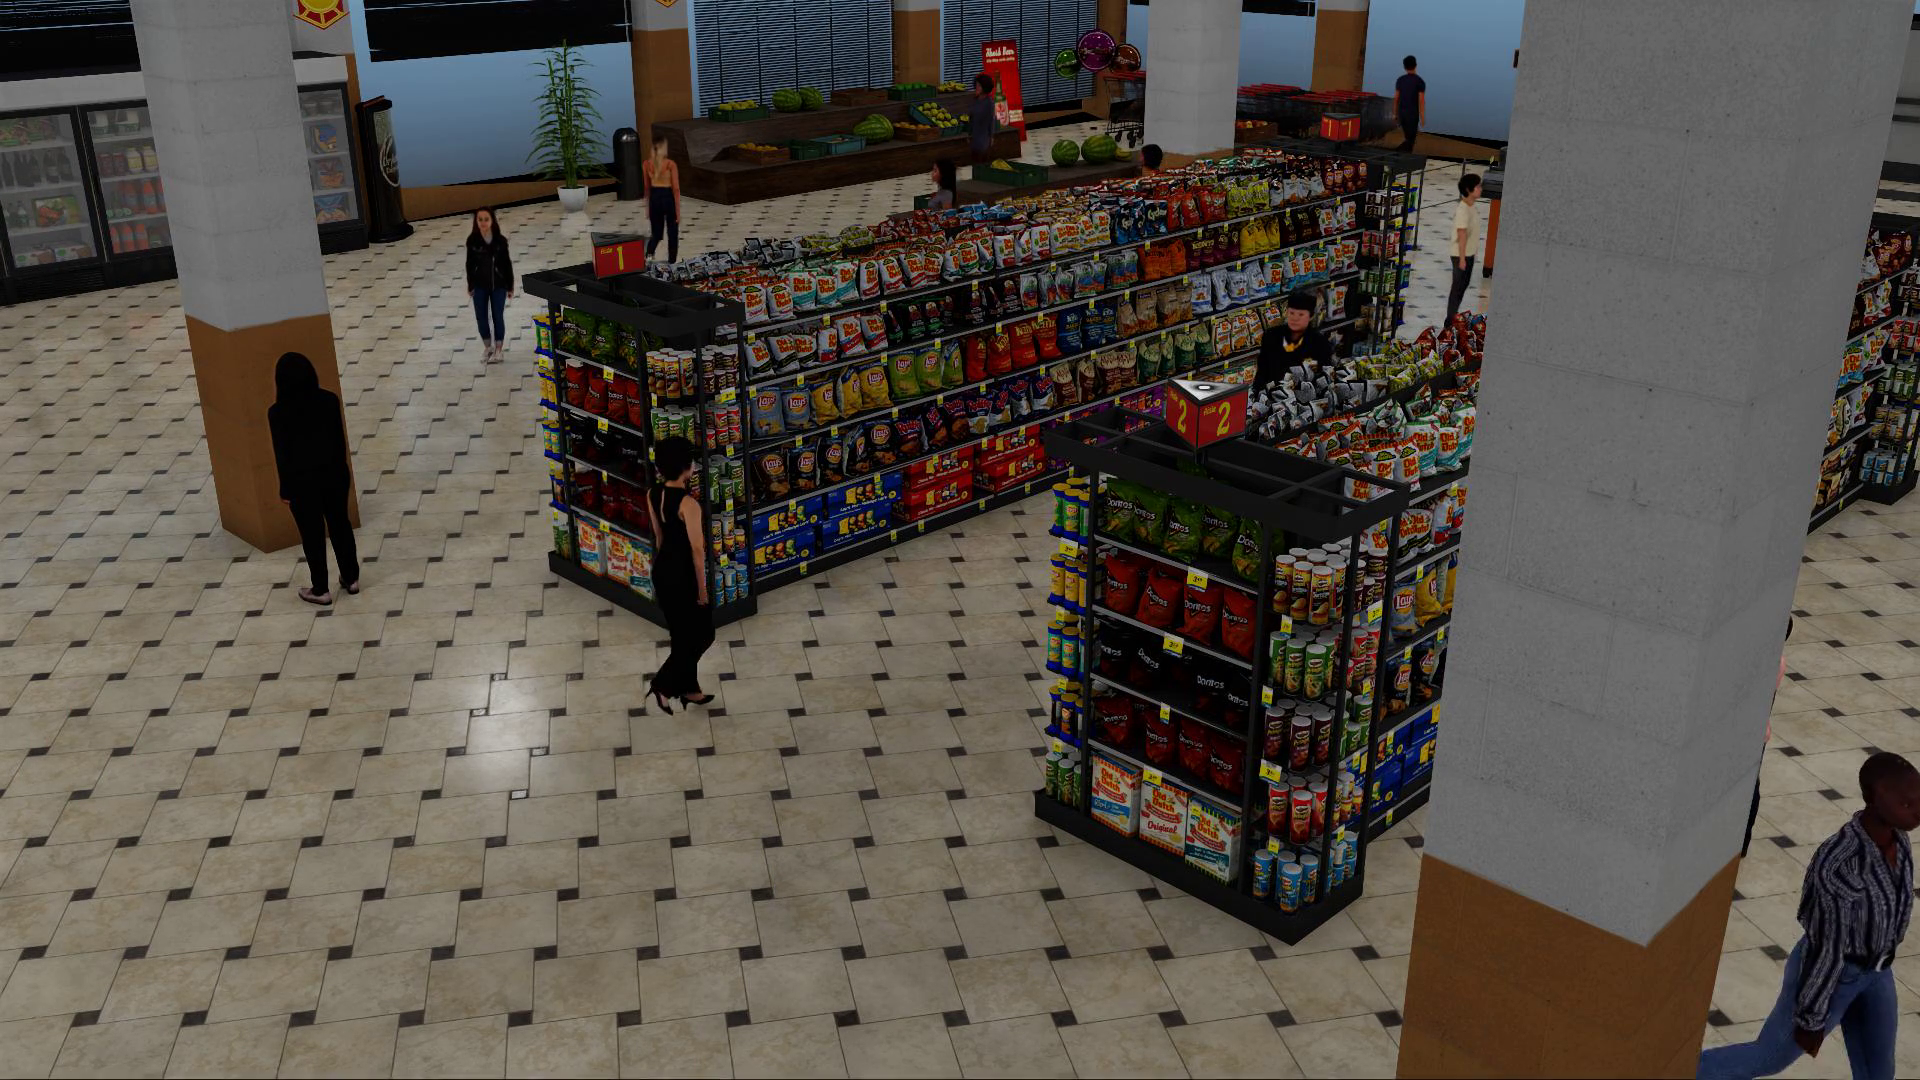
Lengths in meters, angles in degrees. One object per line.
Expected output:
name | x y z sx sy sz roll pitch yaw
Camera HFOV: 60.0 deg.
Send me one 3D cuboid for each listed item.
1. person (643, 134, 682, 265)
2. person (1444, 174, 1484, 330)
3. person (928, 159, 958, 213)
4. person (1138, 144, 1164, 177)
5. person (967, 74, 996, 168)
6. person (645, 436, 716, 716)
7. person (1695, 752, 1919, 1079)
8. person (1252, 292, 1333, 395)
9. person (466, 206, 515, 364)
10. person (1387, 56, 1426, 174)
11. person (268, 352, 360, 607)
person | -3.361 -3.713 18.680 0.903 1.611 1.065 5 22 12
person | 5.001 -2.844 16.547 0.708 1.590 0.536 10 24 23
person | -0.058 -2.802 16.261 1.152 1.725 1.101 0 22 1
person | 2.083 -3.227 17.356 0.879 1.696 1.106 10 24 23
person | 0.351 -5.709 23.536 0.579 1.694 0.934 20 29 40
person | -1.560 0.235 8.881 0.579 1.591 0.717 19 29 39
person | 2.813 1.478 5.568 1.111 1.754 0.779 -16 27 -34
person | 2.345 -0.931 11.701 0.790 1.652 1.010 14 26 31
person | -4.414 -2.411 15.621 0.656 1.475 0.747 -4 22 -10
person | 6.721 -6.371 25.119 1.091 1.742 0.725 -17 27 -36
person | -4.032 -0.390 10.403 0.730 1.617 0.597 16 27 34
